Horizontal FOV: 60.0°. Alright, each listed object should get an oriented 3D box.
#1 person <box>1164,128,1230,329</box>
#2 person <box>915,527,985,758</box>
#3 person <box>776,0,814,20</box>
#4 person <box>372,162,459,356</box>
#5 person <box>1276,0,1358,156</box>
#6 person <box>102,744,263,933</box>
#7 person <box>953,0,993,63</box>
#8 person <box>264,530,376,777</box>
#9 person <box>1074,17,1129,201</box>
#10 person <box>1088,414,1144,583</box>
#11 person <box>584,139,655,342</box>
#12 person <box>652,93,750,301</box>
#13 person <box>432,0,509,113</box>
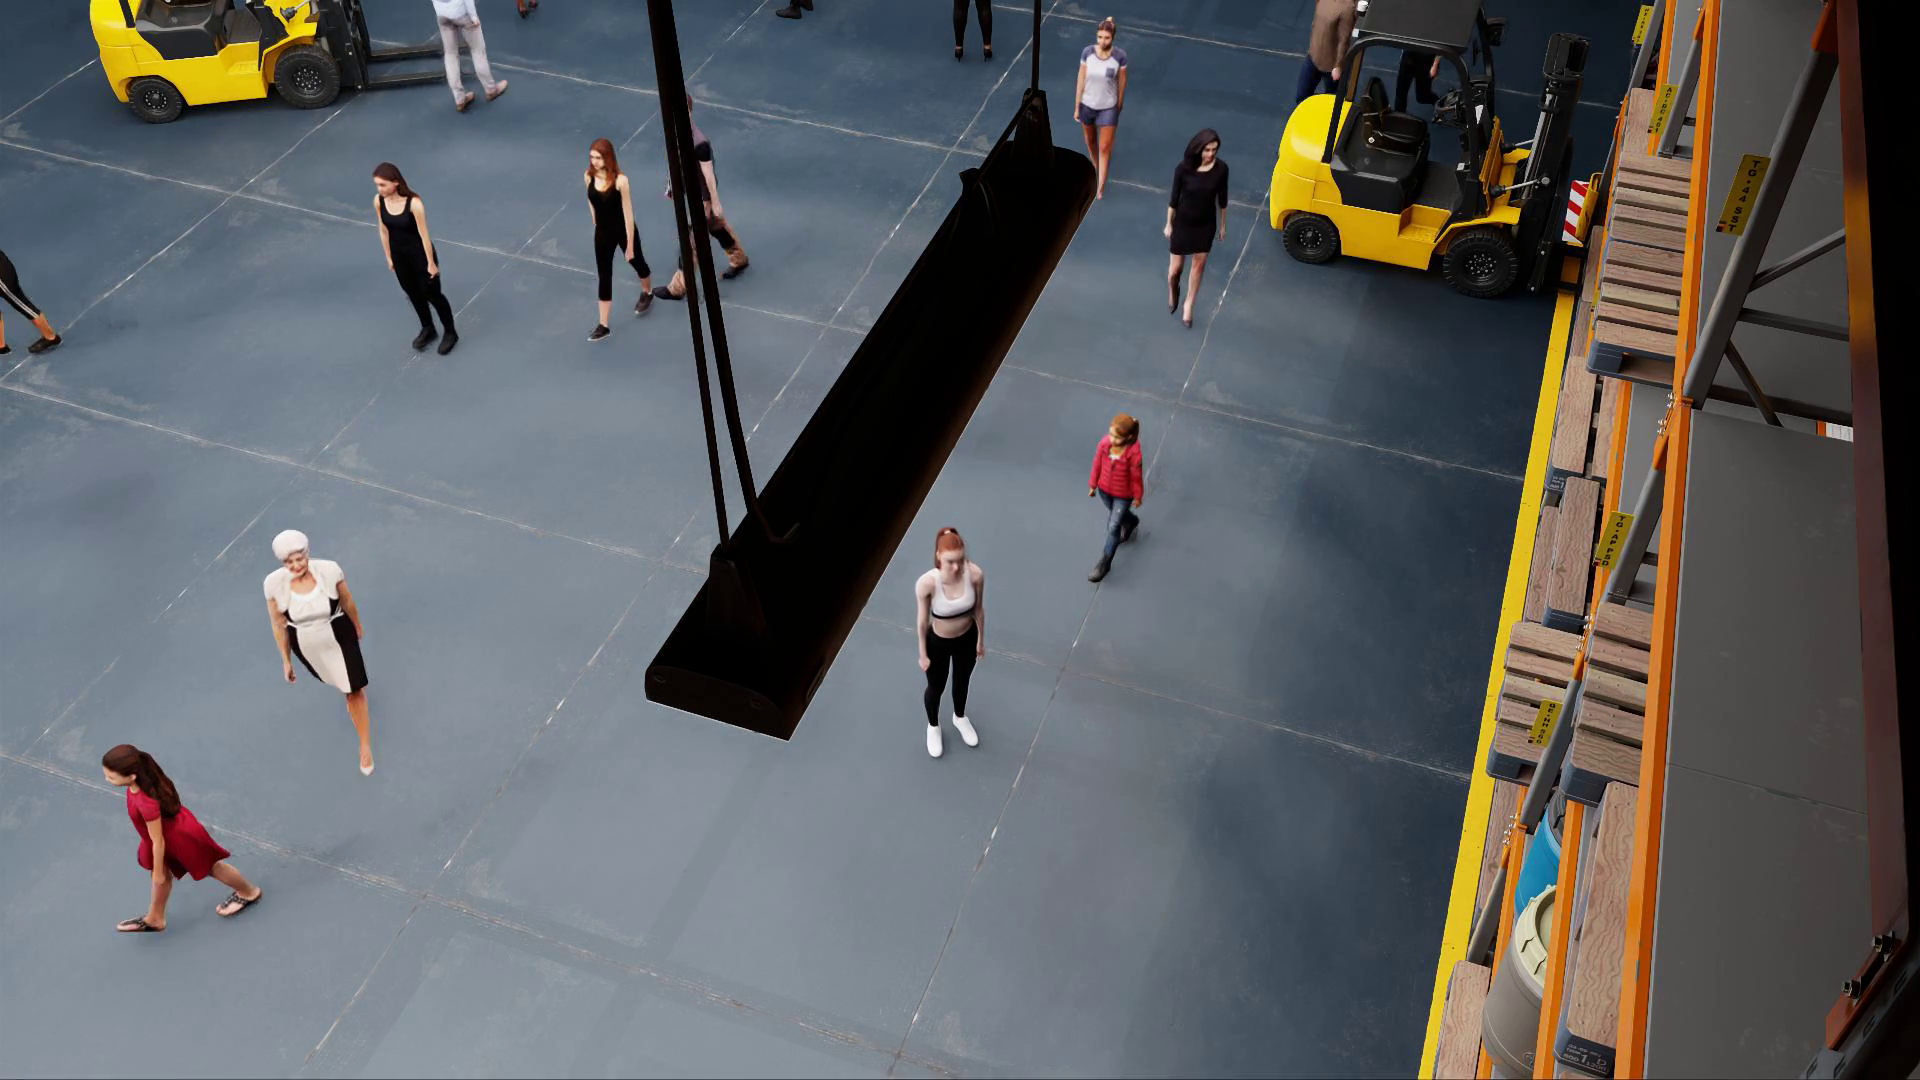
[{"bbox_3d":[1.869,-2.533,13.344,0.723,1.797,0.723,-1,44,-1],"label":"person"},{"bbox_3d":[-0.063,0.616,10.080,0.669,1.740,0.714,-14,45,-15],"label":"person"},{"bbox_3d":[-1.750,-6.376,17.330,0.761,1.864,0.550,22,48,21],"label":"person"},{"bbox_3d":[-4.304,-2.238,13.116,0.588,1.686,0.540,12,45,13],"label":"person"},{"bbox_3d":[3.437,-4.442,15.305,1.247,1.857,1.079,-26,50,-25],"label":"person"},{"bbox_3d":[-4.265,1.612,9.196,1.054,1.517,0.931,-23,48,-22],"label":"person"},{"bbox_3d":[0.124,-5.661,16.596,0.716,1.841,0.699,2,44,2],"label":"person"},{"bbox_3d":[-3.891,0.564,10.157,1.014,1.709,1.175,-10,45,-11],"label":"person"},{"bbox_3d":[1.264,-3.942,14.974,0.578,1.590,0.906,14,45,14],"label":"person"},{"bbox_3d":[1.119,-0.375,11.448,0.726,1.288,0.980,29,51,27],"label":"person"},{"bbox_3d":[-2.703,-2.488,13.378,0.585,1.686,1.090,14,45,15],"label":"person"},{"bbox_3d":[-2.073,-2.873,13.707,1.287,1.788,1.146,-27,50,-25],"label":"person"},{"bbox_3d":[-4.848,-4.992,15.860,0.674,1.887,0.816,12,45,12],"label":"person"}]
